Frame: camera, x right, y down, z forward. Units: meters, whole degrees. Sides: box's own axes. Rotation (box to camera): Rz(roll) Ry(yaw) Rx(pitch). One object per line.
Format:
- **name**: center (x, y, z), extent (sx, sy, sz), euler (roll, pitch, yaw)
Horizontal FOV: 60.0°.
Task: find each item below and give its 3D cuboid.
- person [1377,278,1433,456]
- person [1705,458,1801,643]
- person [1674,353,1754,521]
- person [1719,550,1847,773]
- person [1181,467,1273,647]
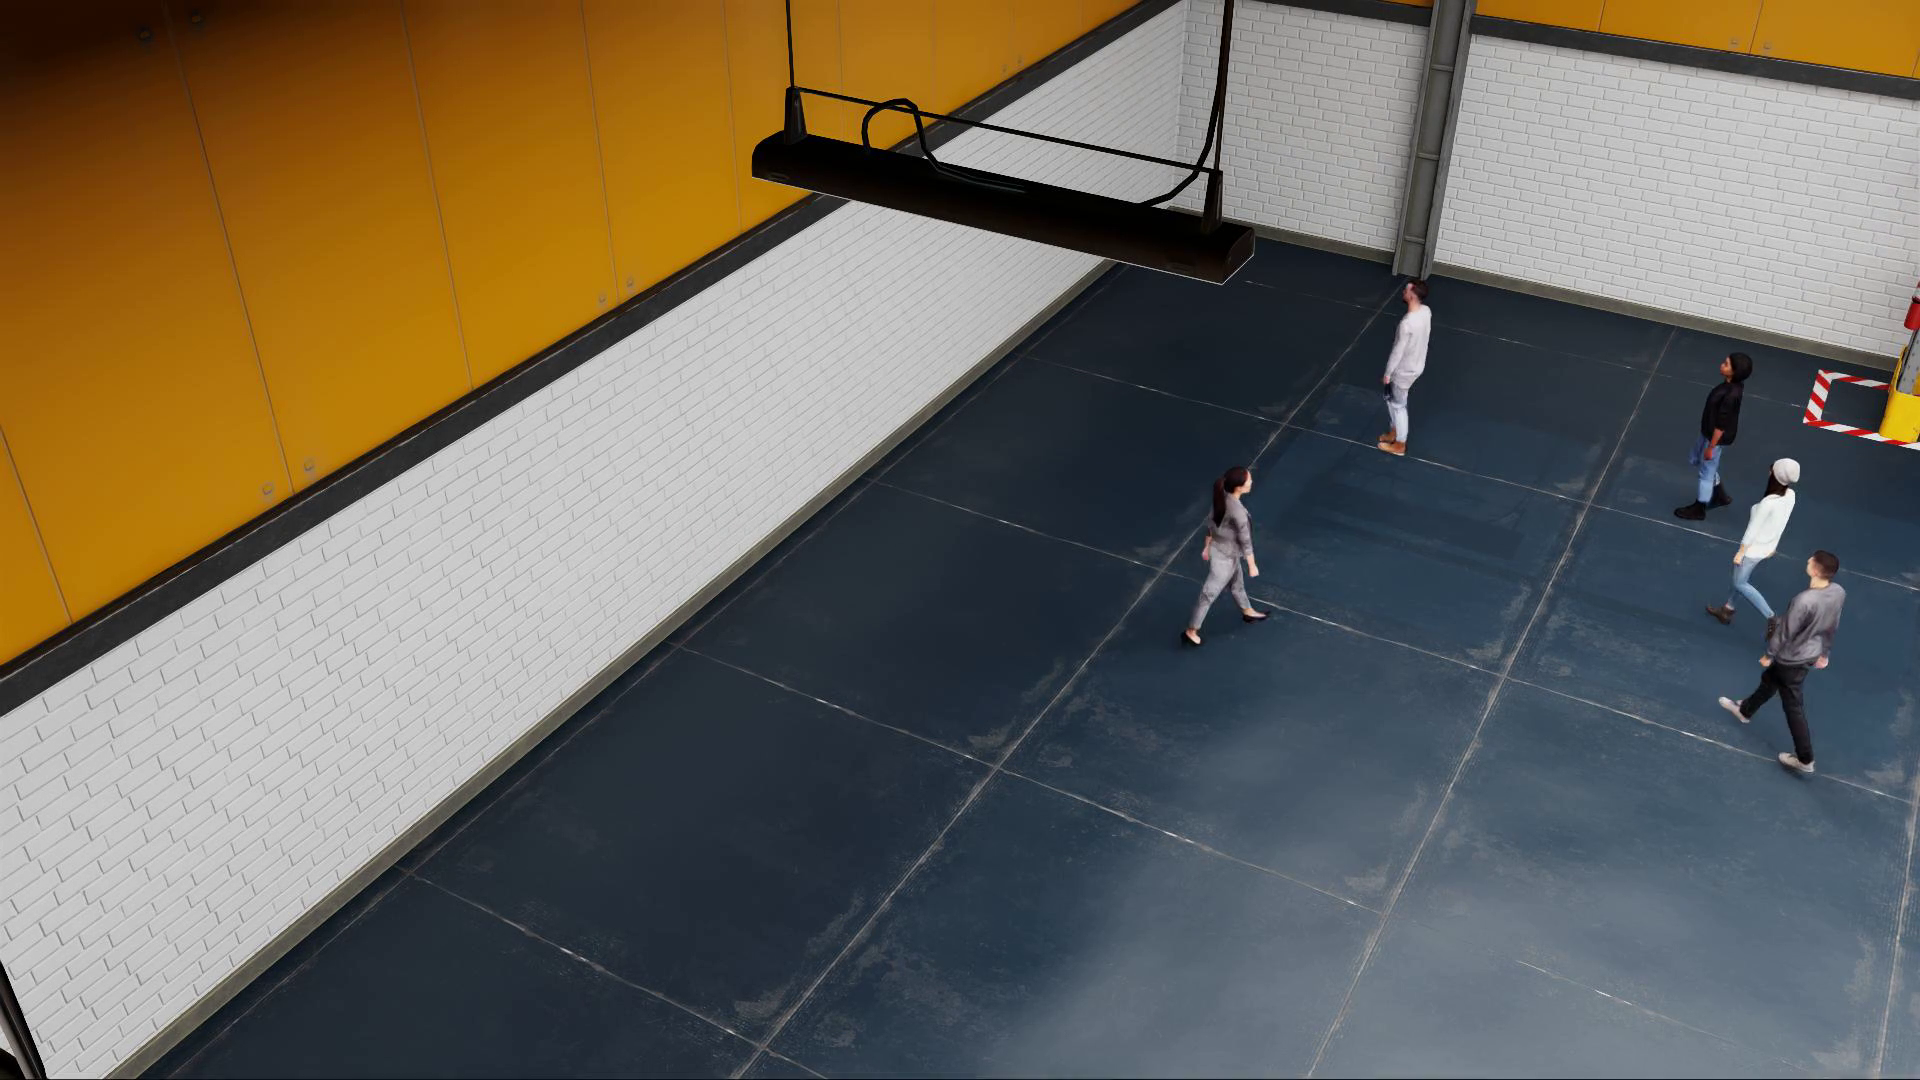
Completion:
- **person**: center (4.302, -1.610, 15.786), extent (0.652, 1.831, 0.730), euler (23, 40, 30)
- **person**: center (6.491, 0.096, 13.405), extent (0.801, 1.626, 1.013), euler (-22, 40, -30)
- **person**: center (6.840, -0.892, 14.838), extent (0.696, 1.684, 0.617), euler (14, 36, 20)
- **person**: center (6.156, 0.903, 12.109), extent (1.039, 1.716, 1.243), euler (-16, 37, -23)
- **person**: center (2.025, 0.184, 13.268), extent (1.123, 1.631, 1.057), euler (-8, 34, -11)
